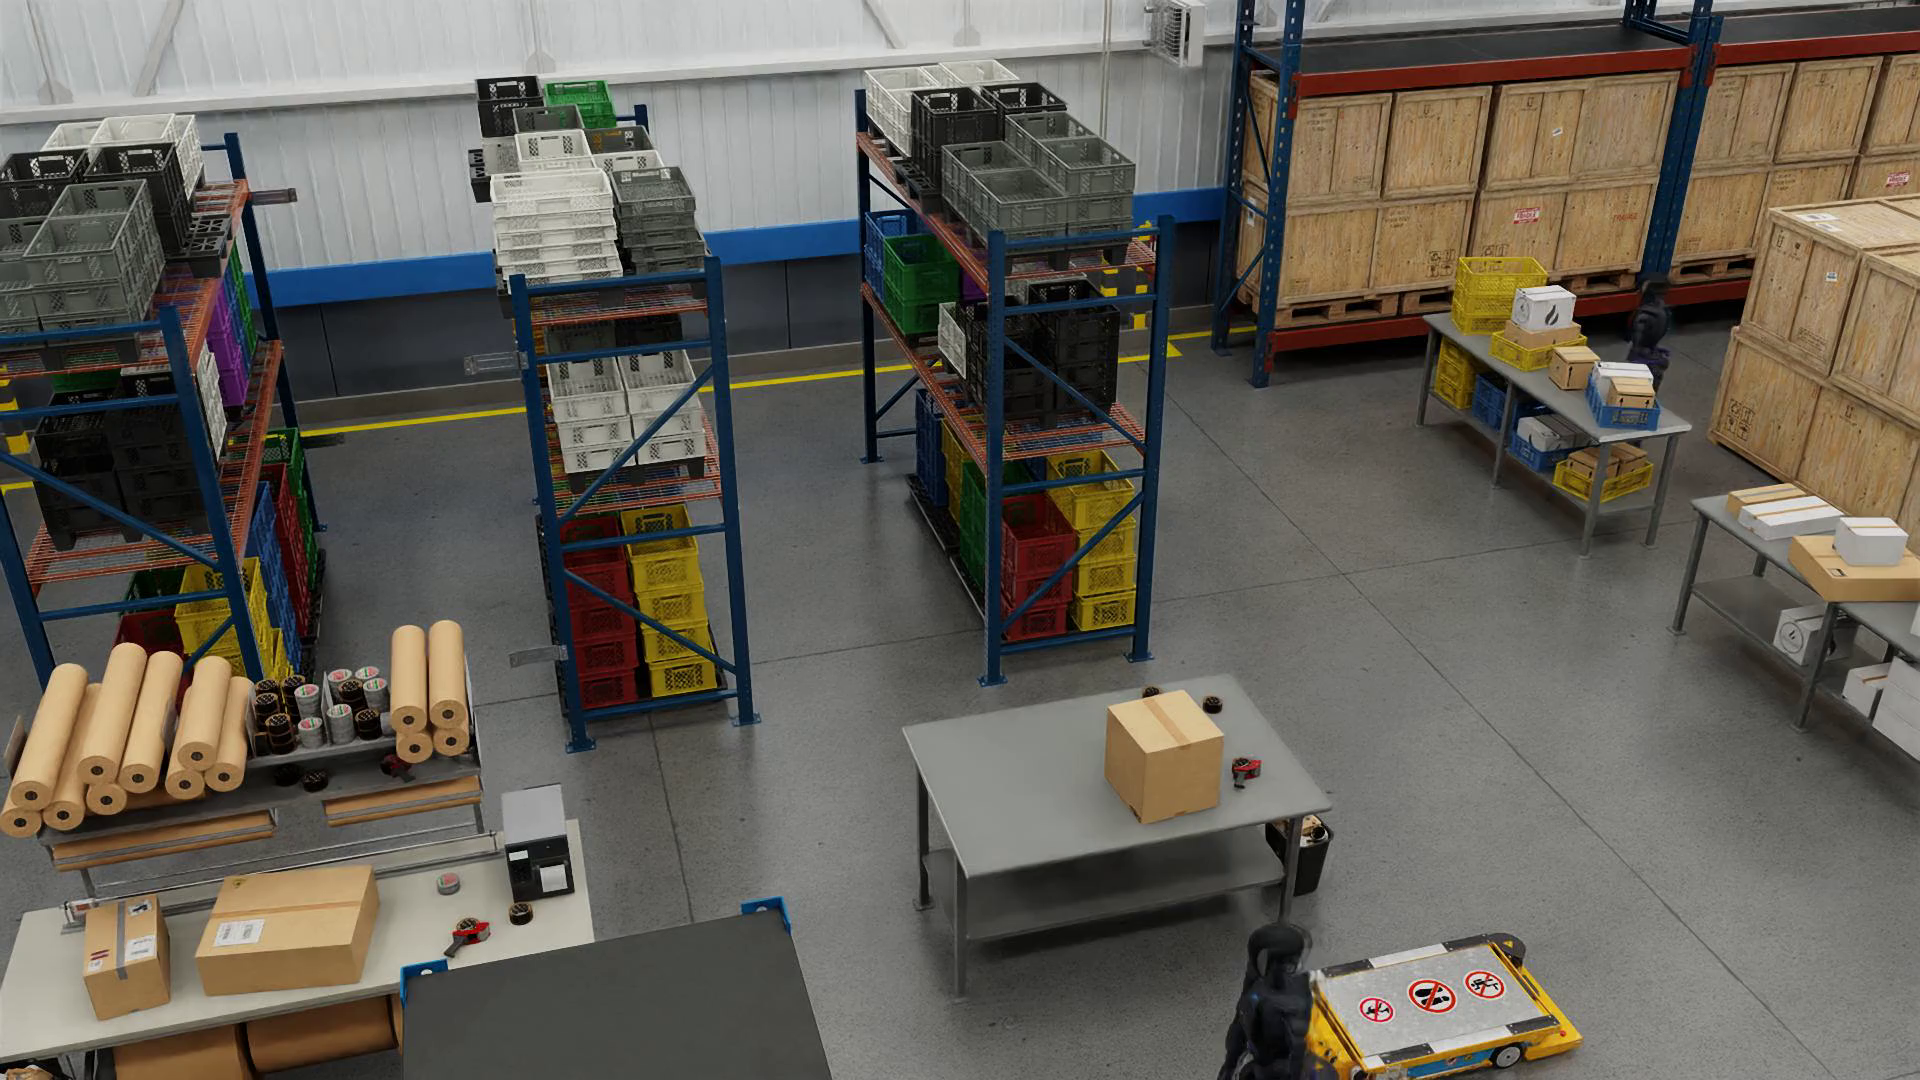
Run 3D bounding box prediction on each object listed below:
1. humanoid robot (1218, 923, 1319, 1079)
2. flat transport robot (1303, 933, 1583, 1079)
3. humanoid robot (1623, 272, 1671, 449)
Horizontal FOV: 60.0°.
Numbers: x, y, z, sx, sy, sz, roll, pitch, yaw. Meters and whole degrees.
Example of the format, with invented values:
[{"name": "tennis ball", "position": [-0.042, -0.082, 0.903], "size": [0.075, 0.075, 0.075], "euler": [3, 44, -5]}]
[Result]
[{"name": "humanoid robot", "position": [1.258, 2.226, 6.650], "size": [0.446, 1.647, 0.600], "euler": [-6, 29, -10]}, {"name": "flat transport robot", "position": [2.184, 2.282, 7.980], "size": [1.431, 0.197, 0.652], "euler": [-8, 30, -14]}, {"name": "humanoid robot", "position": [5.388, -1.281, 13.065], "size": [0.485, 1.655, 0.637], "euler": [22, 36, 34]}]
